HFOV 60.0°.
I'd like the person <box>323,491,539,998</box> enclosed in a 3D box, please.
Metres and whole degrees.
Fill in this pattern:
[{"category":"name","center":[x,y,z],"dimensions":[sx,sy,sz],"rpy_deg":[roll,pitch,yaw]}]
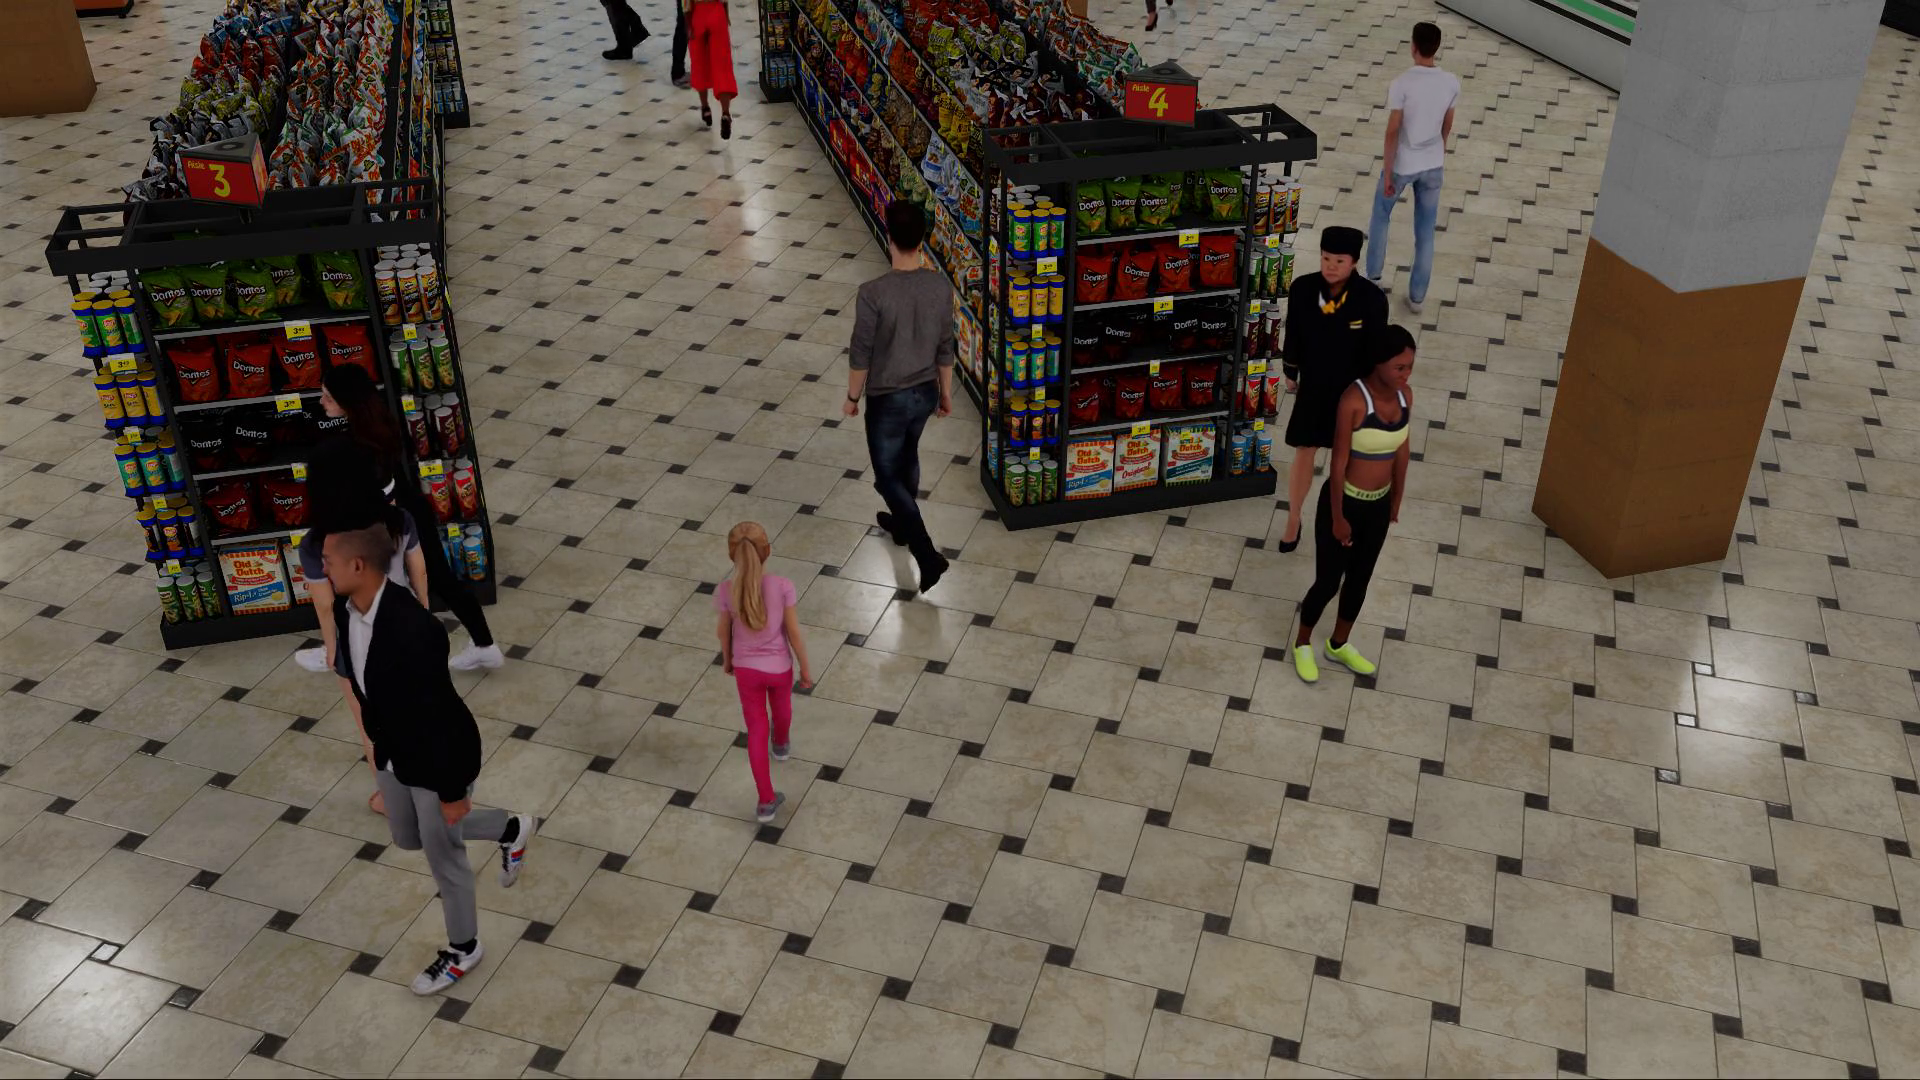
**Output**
[{"category":"person","center":[-1.804,0.667,5.790],"dimensions":[1.070,1.925,1.111],"rpy_deg":[18,36,27]}]

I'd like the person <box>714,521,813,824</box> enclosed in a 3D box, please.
[{"category":"person","center":[-0.795,0.545,6.630],"dimensions":[0.622,1.245,0.934],"rpy_deg":[-1,32,-2]}]

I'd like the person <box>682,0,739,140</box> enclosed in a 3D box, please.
[{"category":"person","center":[-2.053,-4.169,13.726],"dimensions":[0.584,1.752,1.145],"rpy_deg":[-7,33,-12]}]

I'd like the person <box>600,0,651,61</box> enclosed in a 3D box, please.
[{"category":"person","center":[-3.204,-5.487,15.772],"dimensions":[0.869,1.829,0.743],"rpy_deg":[0,32,0]}]

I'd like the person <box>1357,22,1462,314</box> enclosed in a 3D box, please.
[{"category":"person","center":[2.969,-2.349,10.738],"dimensions":[0.725,1.819,0.918],"rpy_deg":[-2,32,-3]}]

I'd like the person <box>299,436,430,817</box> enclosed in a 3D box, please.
[{"category":"person","center":[-2.269,0.362,6.488],"dimensions":[0.668,1.707,0.658],"rpy_deg":[-22,38,-32]}]

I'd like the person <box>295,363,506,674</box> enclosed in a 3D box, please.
[{"category":"person","center":[-2.383,-0.043,7.254],"dimensions":[0.803,1.585,1.122],"rpy_deg":[-2,32,-4]}]

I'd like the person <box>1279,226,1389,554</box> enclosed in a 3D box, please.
[{"category":"person","center":[1.913,-0.791,8.408],"dimensions":[1.083,1.635,1.168],"rpy_deg":[15,35,23]}]

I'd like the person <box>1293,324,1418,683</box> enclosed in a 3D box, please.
[{"category":"person","center":[1.720,-0.149,7.270],"dimensions":[0.612,1.747,0.607],"rpy_deg":[-14,34,-21]}]

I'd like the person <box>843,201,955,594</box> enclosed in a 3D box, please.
[{"category":"person","center":[-0.251,-0.646,7.945],"dimensions":[0.911,1.879,1.228],"rpy_deg":[-18,36,-26]}]
